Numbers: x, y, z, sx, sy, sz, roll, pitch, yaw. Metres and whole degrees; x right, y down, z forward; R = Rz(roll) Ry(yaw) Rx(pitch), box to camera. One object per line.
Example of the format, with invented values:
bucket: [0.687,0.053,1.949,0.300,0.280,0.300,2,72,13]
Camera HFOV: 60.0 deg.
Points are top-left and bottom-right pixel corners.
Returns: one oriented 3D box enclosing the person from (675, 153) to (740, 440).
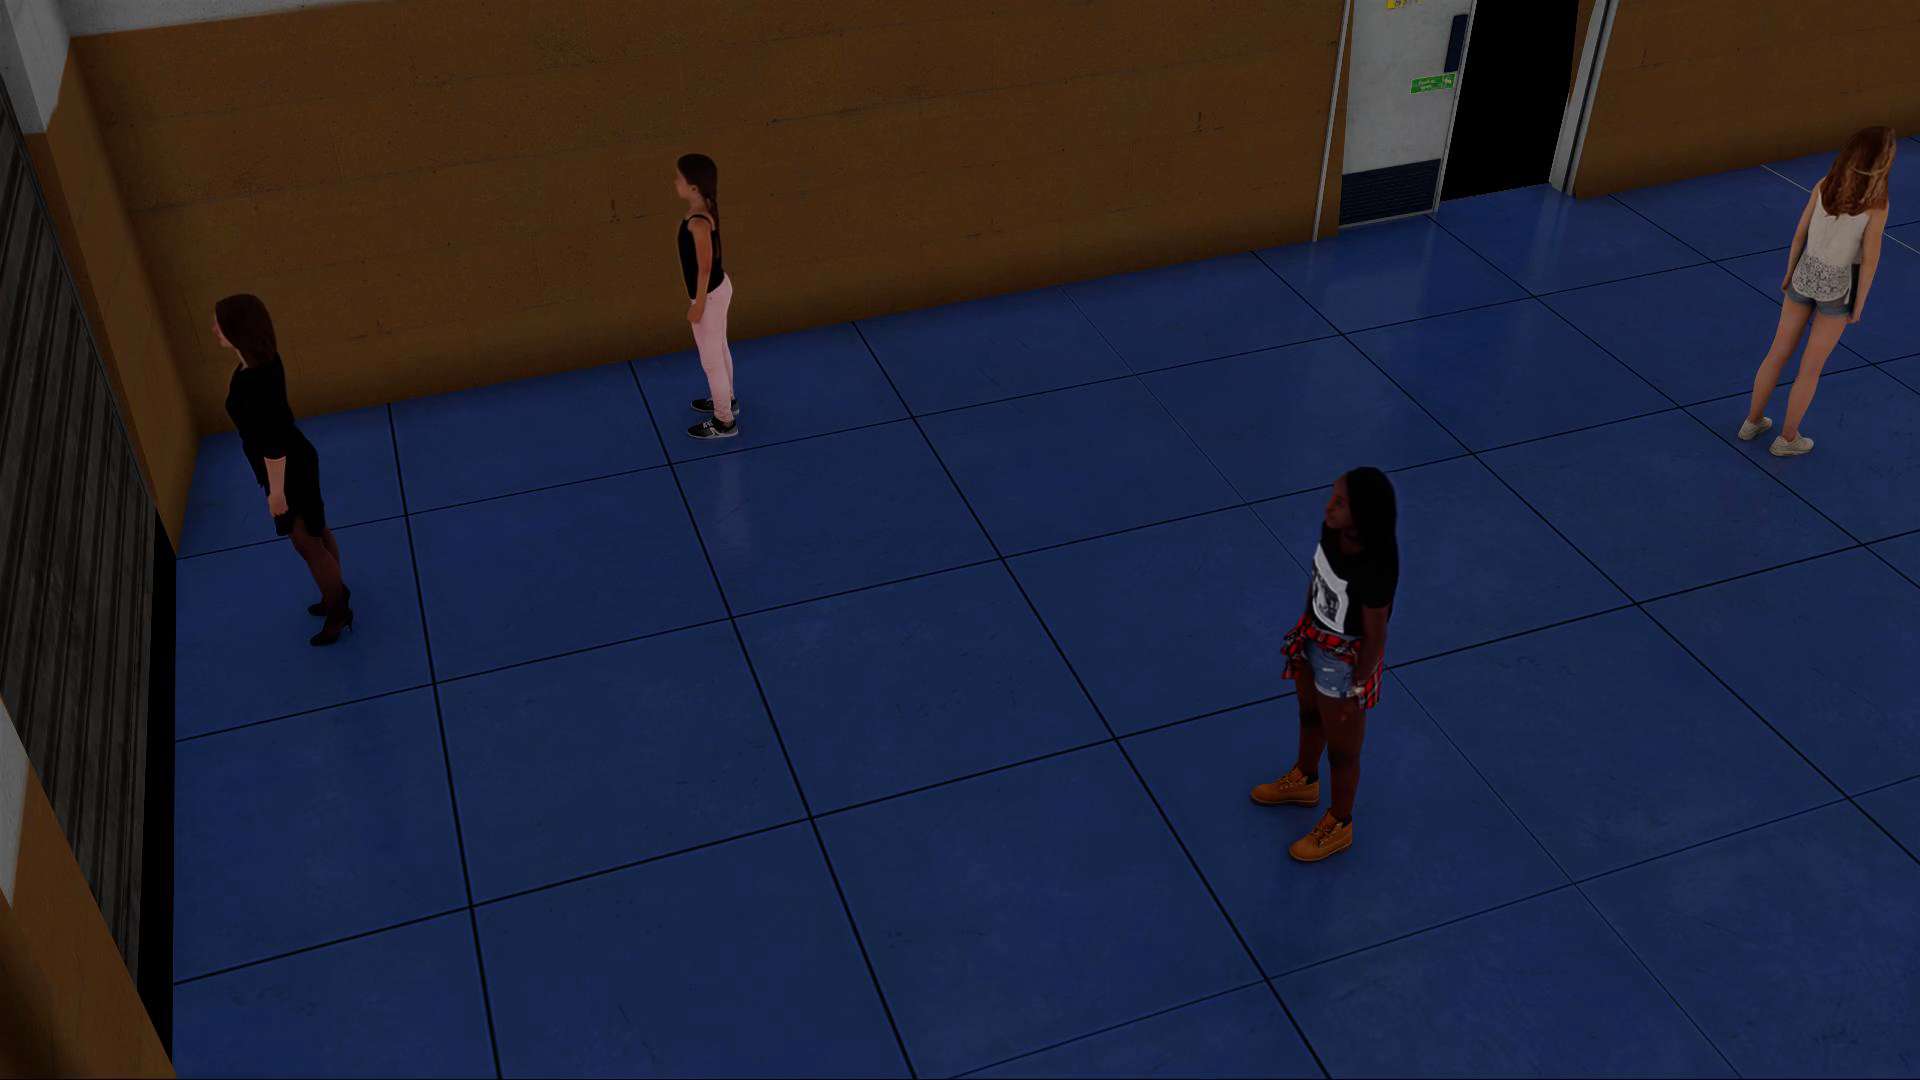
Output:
person: [-1.289,-1.251,8.511,0.653,1.566,0.550,0,37,1]

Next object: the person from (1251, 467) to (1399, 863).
person: [1.382,0.454,6.105,0.677,1.727,0.544,-10,38,-13]

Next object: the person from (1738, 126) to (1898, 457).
person: [4.301,-1.234,8.329,0.681,1.759,0.512,-21,42,-25]

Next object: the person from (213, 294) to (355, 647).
person: [-2.864,-0.289,7.099,0.650,1.707,0.437,-10,38,-14]
